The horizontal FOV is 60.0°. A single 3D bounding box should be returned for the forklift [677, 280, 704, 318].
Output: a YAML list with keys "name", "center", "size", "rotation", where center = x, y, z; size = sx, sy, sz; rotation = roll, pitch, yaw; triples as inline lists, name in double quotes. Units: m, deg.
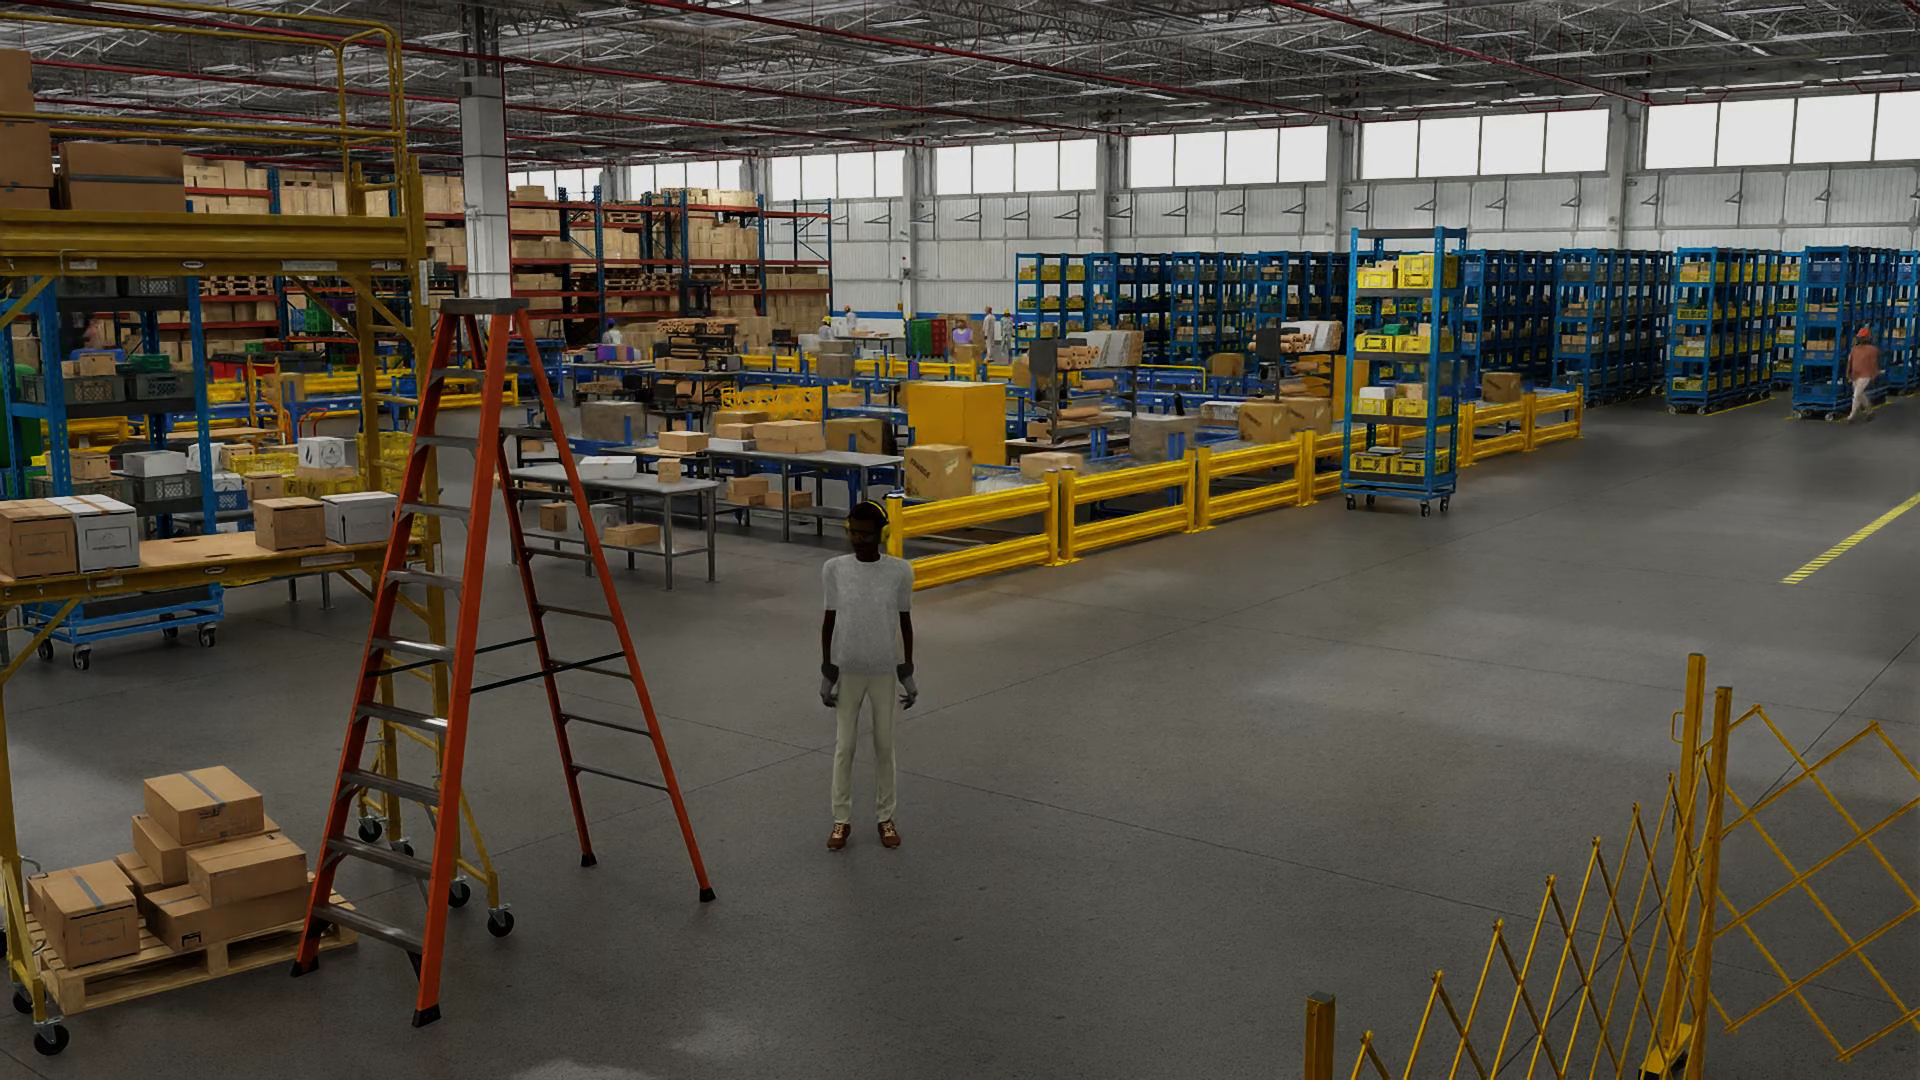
- name: "forklift"
  center: [-8.862, -7.179, 54.834]
  size: [1.873, 2.768, 1.129]
  rotation: [7, 11, 37]

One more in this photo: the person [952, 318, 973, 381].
- name: "person"
  center: [0.071, -5.087, 45.000]
  size: [0.570, 1.843, 0.372]
  rotation: [3, 9, 16]

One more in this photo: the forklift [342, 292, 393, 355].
- name: "forklift"
  center: [-16.485, -5.622, 45.120]
  size: [1.129, 2.768, 1.873]
  rotation: [7, 11, 37]

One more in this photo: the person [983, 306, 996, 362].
- name: "person"
  center: [0.987, -7.076, 57.222]
  size: [0.400, 1.910, 0.643]
  rotation: [4, 10, 24]

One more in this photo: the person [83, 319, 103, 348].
- name: "person"
  center: [-22.349, -4.779, 42.992]
  size: [0.729, 1.871, 0.503]
  rotation: [7, 11, 37]

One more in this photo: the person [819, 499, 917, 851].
- name: "person"
  center: [-0.487, 0.710, 8.765]
  size: [0.518, 1.865, 0.330]
  rotation: [-1, 9, -3]

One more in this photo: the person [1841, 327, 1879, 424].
- name: "person"
  center: [18.281, -3.322, 33.652]
  size: [0.962, 1.967, 0.620]
  rotation: [-3, 10, -19]

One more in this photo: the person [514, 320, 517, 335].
- name: "person"
  center: [-16.106, -7.468, 59.668]
  size: [0.409, 1.907, 0.651]
  rotation: [-4, 10, -25]

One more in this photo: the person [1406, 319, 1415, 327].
- name: "person"
  center: [12.422, -5.169, 45.663]
  size: [0.719, 1.781, 0.841]
  rotation: [2, 9, 13]

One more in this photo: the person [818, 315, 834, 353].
- name: "person"
  center: [-3.814, -5.545, 47.900]
  size: [0.404, 1.832, 0.600]
  rotation: [-9, 13, -43]

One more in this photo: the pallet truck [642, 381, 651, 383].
- name: "pallet truck"
  center: [-8.991, -4.871, 45.351]
  size: [0.653, 1.274, 1.630]
  rotation: [7, 11, 37]

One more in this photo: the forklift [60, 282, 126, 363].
- name: "forklift"
  center: [-22.588, -5.234, 42.699]
  size: [1.873, 2.768, 1.129]
  rotation: [2, 9, 13]

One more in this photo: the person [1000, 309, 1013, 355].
- name: "person"
  center: [1.743, -7.723, 61.809]
  size: [0.484, 1.734, 0.349]
  rotation: [-2, 9, -14]

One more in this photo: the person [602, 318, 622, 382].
- name: "person"
  center: [-8.912, -4.695, 42.398]
  size: [0.986, 1.892, 0.636]
  rotation: [6, 11, 31]

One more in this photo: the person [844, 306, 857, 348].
- name: "person"
  center: [-4.567, -8.765, 68.454]
  size: [0.873, 1.682, 0.616]
  rotation: [9, 13, 43]

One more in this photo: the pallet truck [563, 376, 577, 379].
- name: "pallet truck"
  center: [-10.690, -5.294, 48.215]
  size: [1.601, 1.201, 0.680]
  rotation: [-5, 10, -26]
